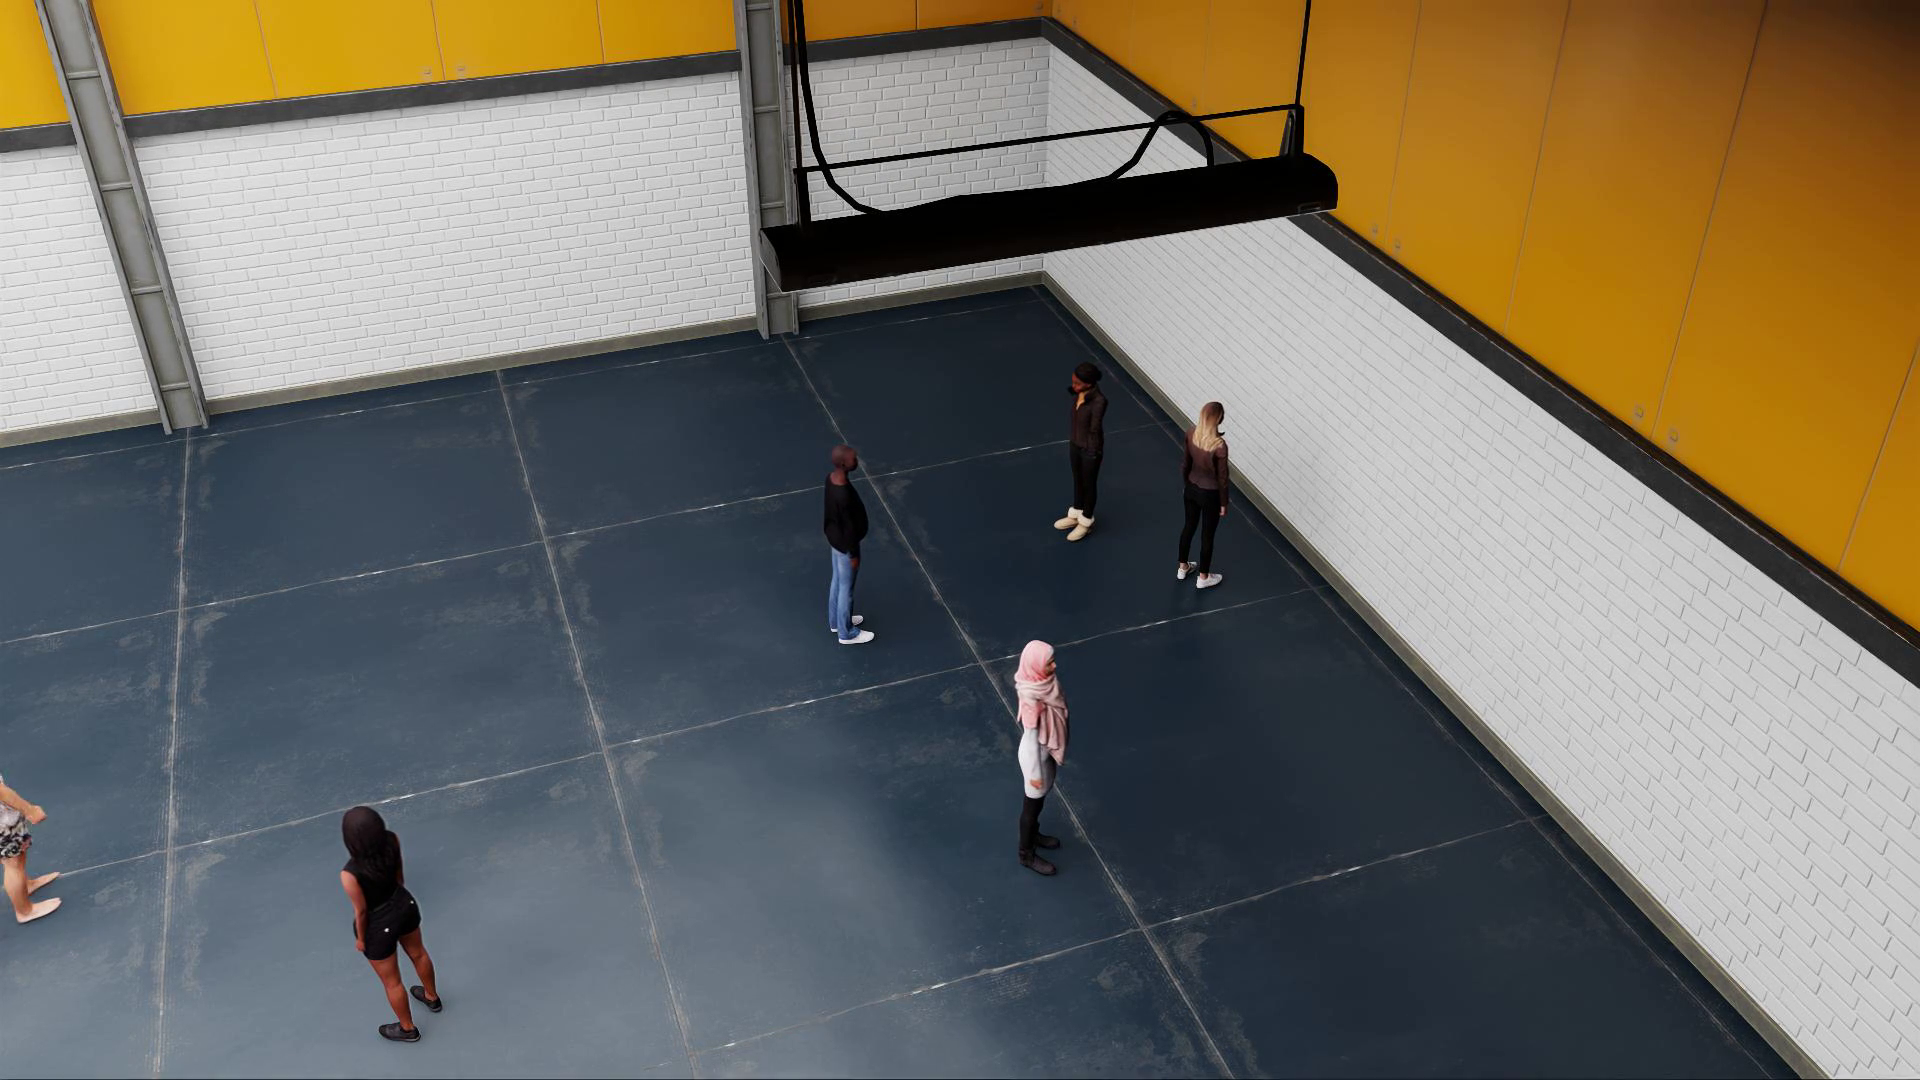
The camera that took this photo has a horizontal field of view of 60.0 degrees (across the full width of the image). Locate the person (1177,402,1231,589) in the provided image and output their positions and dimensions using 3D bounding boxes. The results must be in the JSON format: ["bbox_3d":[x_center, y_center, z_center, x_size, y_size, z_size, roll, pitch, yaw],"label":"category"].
[{"bbox_3d":[2.003,-0.381,13.706,0.632,1.704,0.670,-27,42,-34],"label":"person"}]

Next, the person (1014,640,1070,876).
[{"bbox_3d":[0.511,1.407,10.927,0.760,1.804,0.734,6,34,9],"label":"person"}]

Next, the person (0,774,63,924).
[{"bbox_3d":[-6.160,1.715,10.458,0.803,1.810,0.825,26,41,33],"label":"person"}]

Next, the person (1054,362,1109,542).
[{"bbox_3d":[1.103,-0.802,14.380,0.667,1.660,0.619,-17,37,-24],"label":"person"}]

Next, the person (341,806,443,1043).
[{"bbox_3d":[-3.360,2.232,9.743,0.707,1.740,0.663,12,35,17],"label":"person"}]

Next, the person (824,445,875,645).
[{"bbox_3d":[-0.915,0.025,13.056,0.521,1.749,0.588,-12,35,-17],"label":"person"}]
